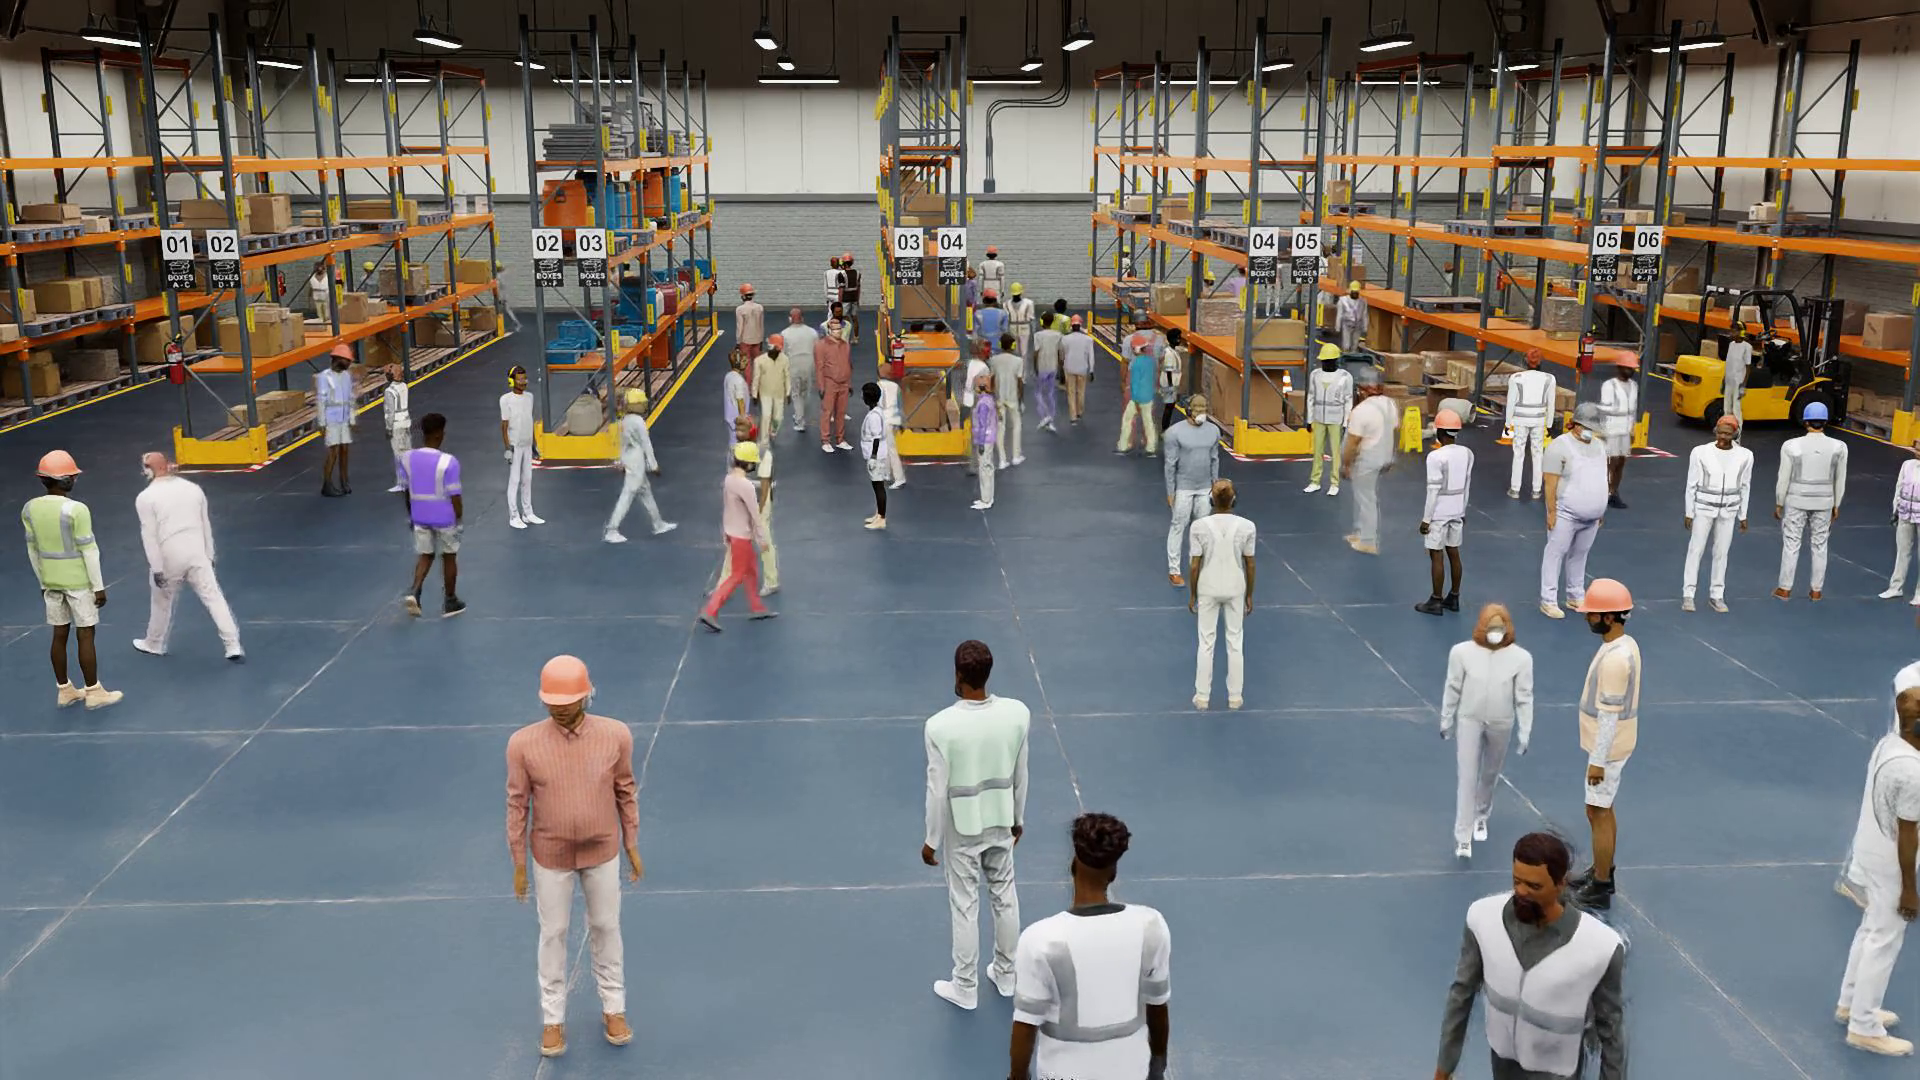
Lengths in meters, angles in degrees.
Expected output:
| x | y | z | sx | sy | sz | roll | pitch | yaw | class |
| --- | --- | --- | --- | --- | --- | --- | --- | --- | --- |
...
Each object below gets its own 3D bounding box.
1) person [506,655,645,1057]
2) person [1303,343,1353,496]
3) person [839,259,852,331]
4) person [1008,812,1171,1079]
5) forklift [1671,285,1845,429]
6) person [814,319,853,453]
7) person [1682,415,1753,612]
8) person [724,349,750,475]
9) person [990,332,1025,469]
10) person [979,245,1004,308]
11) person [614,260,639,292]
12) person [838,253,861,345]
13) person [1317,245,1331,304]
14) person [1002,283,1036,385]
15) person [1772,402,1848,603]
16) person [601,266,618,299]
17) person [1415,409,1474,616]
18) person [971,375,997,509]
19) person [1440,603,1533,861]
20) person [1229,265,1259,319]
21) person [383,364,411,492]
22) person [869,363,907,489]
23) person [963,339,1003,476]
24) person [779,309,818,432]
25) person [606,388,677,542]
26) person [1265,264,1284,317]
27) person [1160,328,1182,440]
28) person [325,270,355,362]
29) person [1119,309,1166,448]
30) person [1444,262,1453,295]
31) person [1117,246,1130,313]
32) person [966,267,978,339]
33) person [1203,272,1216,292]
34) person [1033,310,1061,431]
| x | y | z | sx | sy | sz | roll | pitch | yaw | class |
| --- | --- | --- | --- | --- | --- | --- | --- | --- | --- |
| -1.849 | 1.506 | 8.009 | 0.644 | 1.989 | 0.405 | -5 | 14 | -19 | person |
| 4.642 | -1.520 | 20.959 | 0.589 | 1.924 | 0.384 | 10 | 16 | 36 | person |
| -2.770 | -5.836 | 39.609 | 0.350 | 1.758 | 0.521 | 8 | 15 | 30 | person |
| 0.468 | 1.962 | 6.158 | 0.658 | 1.944 | 0.434 | -5 | 14 | -20 | person |
| 12.503 | -2.886 | 26.166 | 2.313 | 2.155 | 1.214 | -1 | 13 | -3 | forklift |
| -1.790 | -2.224 | 23.981 | 0.409 | 1.908 | 0.640 | 13 | 18 | 43 | person |
| 7.118 | -0.250 | 15.663 | 0.573 | 1.885 | 0.357 | 2 | 13 | 8 | person |
| -2.789 | -1.482 | 20.962 | 0.331 | 1.844 | 0.519 | -6 | 15 | -25 | person |
| 0.681 | -1.931 | 22.855 | 0.555 | 1.846 | 0.767 | 4 | 14 | 17 | person |
| 0.762 | -5.966 | 39.529 | 0.607 | 2.048 | 0.368 | 3 | 14 | 12 | person |
| -7.586 | -5.503 | 37.940 | 0.584 | 1.890 | 0.868 | -1 | 13 | -5 | person |
| -2.464 | -5.308 | 36.740 | 0.607 | 2.048 | 0.365 | -12 | 18 | -42 | person |
| 9.294 | -6.578 | 42.501 | 0.353 | 1.879 | 0.568 | 12 | 18 | 41 | person |
| 1.056 | -3.783 | 30.603 | 0.623 | 1.886 | 0.823 | 3 | 14 | 14 | person |
| 8.154 | -0.357 | 15.985 | 0.603 | 1.946 | 0.389 | 3 | 14 | 13 | person |
| -8.509 | -6.086 | 40.782 | 0.569 | 1.705 | 0.907 | -4 | 14 | -15 | person |
| 4.521 | -0.262 | 15.598 | 0.552 | 1.934 | 0.373 | -8 | 16 | -31 | person |
| 0.293 | -1.191 | 20.195 | 0.313 | 1.634 | 0.514 | 1 | 13 | 6 | person |
| 3.233 | 1.178 | 10.207 | 0.512 | 1.587 | 0.844 | 3 | 14 | 12 | person |
| 5.924 | -4.795 | 34.649 | 0.630 | 2.001 | 0.708 | 8 | 16 | 32 | person |
| -7.159 | -1.433 | 21.198 | 0.308 | 1.641 | 0.514 | 1 | 13 | 5 | person |
| -0.875 | -1.489 | 21.562 | 0.777 | 1.586 | 0.554 | 12 | 18 | 41 | person |
| 0.304 | -1.761 | 22.159 | 0.523 | 1.827 | 0.579 | -2 | 13 | -7 | person |
| -2.562 | -2.648 | 25.858 | 0.669 | 1.861 | 0.909 | -6 | 15 | -26 | person |
| -3.615 | -0.841 | 18.566 | 0.915 | 1.699 | 0.484 | -9 | 16 | -32 | person |
| 8.138 | -6.603 | 43.104 | 0.522 | 1.637 | 0.305 | 6 | 15 | 25 | person |
| 3.156 | -2.333 | 24.919 | 0.319 | 1.686 | 0.539 | 3 | 14 | 12 | person |
| -12.318 | -4.420 | 33.183 | 0.614 | 1.957 | 0.838 | -8 | 16 | -32 | person |
| 2.625 | -2.368 | 24.300 | 0.687 | 2.000 | 0.535 | -6 | 14 | -23 | person |
| 11.841 | -5.906 | 40.195 | 0.327 | 1.617 | 0.513 | 1 | 13 | 3 | person |
| 4.359 | -6.887 | 44.033 | 0.308 | 1.769 | 0.525 | -9 | 16 | -33 | person |
| 0.234 | -5.434 | 38.161 | 0.286 | 1.633 | 0.499 | -7 | 15 | -27 | person |
| 5.222 | -4.785 | 35.161 | 0.350 | 1.759 | 0.518 | 4 | 14 | 15 | person |
| 1.346 | -2.617 | 25.766 | 0.504 | 1.857 | 0.434 | -5 | 14 | -21 | person |
